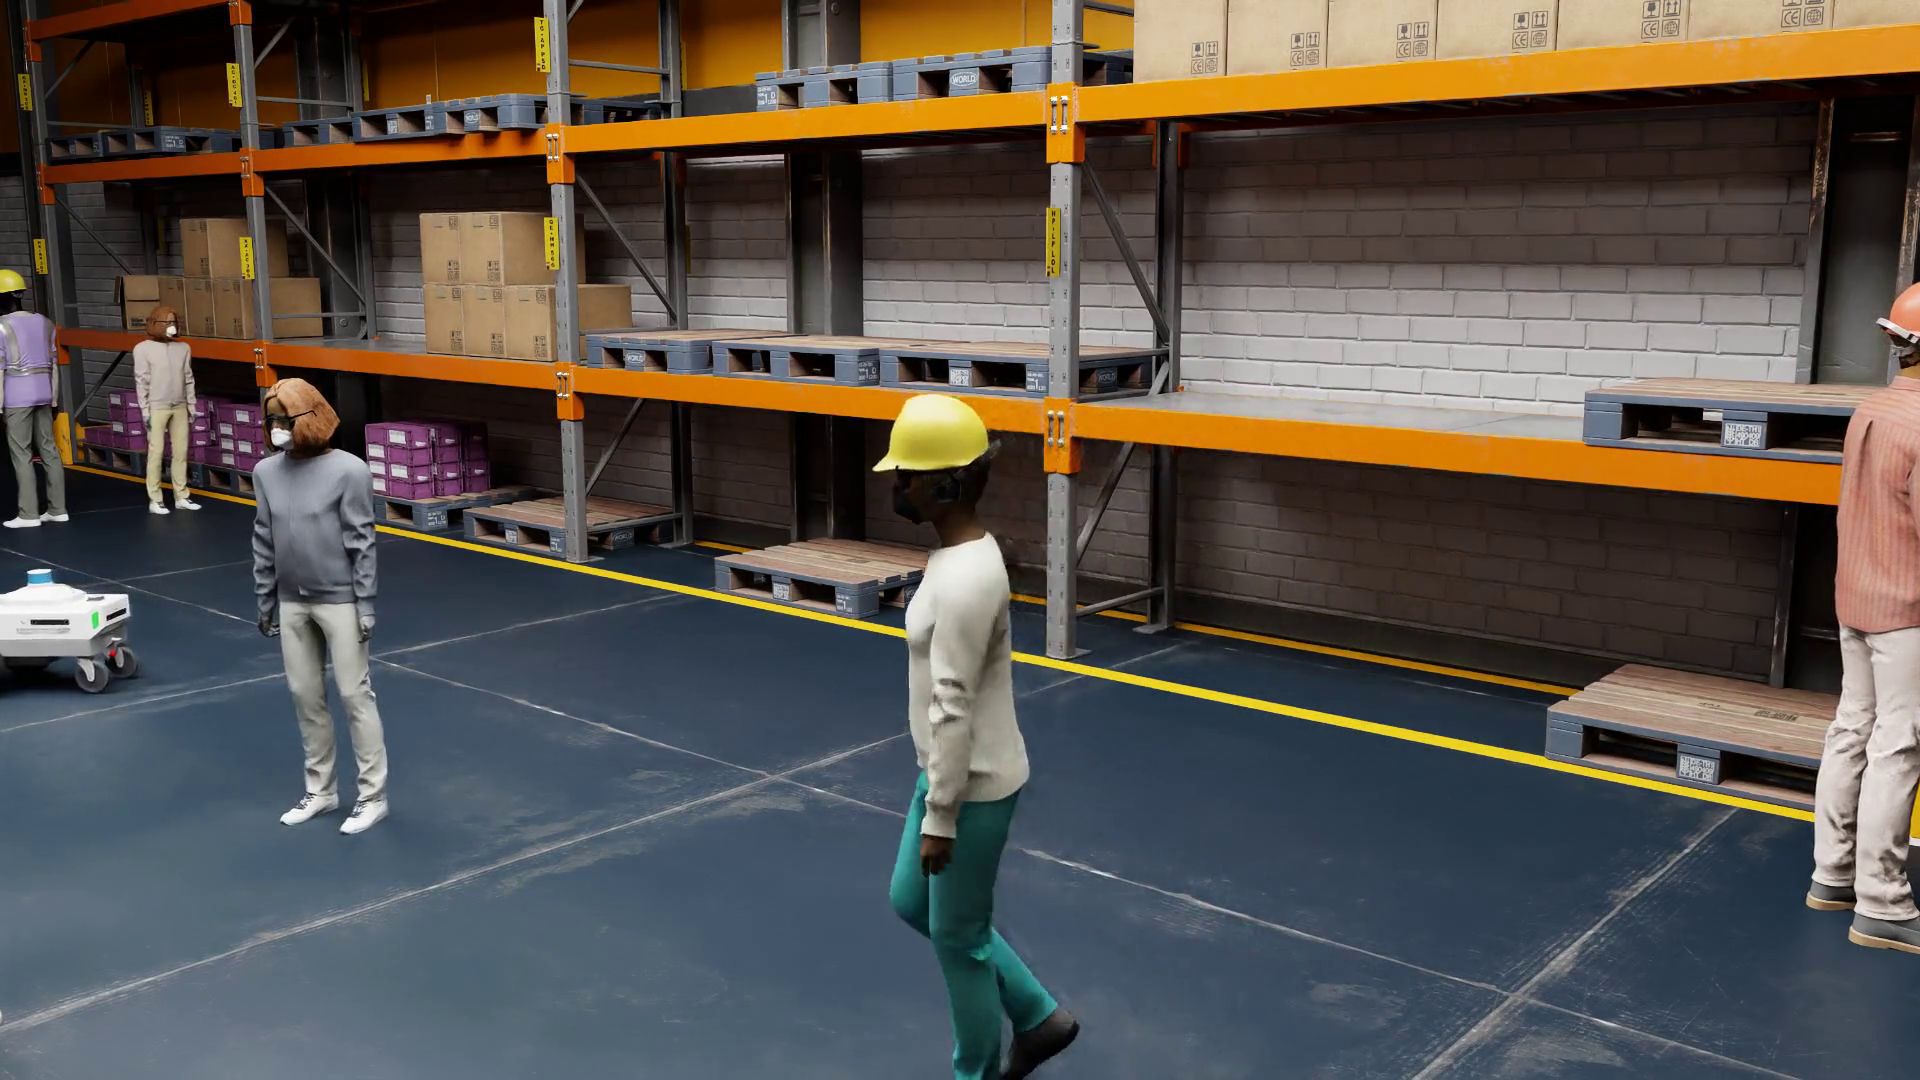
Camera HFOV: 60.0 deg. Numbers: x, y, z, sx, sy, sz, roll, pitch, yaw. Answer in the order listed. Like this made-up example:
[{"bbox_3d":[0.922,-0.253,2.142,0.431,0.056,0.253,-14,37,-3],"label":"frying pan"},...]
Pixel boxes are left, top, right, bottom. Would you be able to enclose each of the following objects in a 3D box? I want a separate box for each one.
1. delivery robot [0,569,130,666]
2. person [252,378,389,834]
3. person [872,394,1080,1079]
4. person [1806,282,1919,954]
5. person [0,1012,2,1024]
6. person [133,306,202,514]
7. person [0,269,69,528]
[{"bbox_3d":[-4.326,0.381,7.859,0.707,0.478,0.477,0,10,1],"label":"delivery robot"},{"bbox_3d":[-2.296,0.233,5.947,0.509,1.623,0.283,3,10,18],"label":"person"},{"bbox_3d":[0.008,0.543,3.792,0.406,1.751,0.533,0,10,-3],"label":"person"},{"bbox_3d":[2.817,0.219,4.963,0.381,1.994,0.617,1,10,5],"label":"person"},{"bbox_3d":[-2.750,0.369,4.130,0.611,1.988,0.391,-7,12,-36],"label":"person"},{"bbox_3d":[-6.220,-1.017,13.052,0.287,1.628,0.497,6,12,30],"label":"person"},{"bbox_3d":[-6.986,-1.047,12.400,0.398,1.919,0.590,3,11,19],"label":"person"}]
